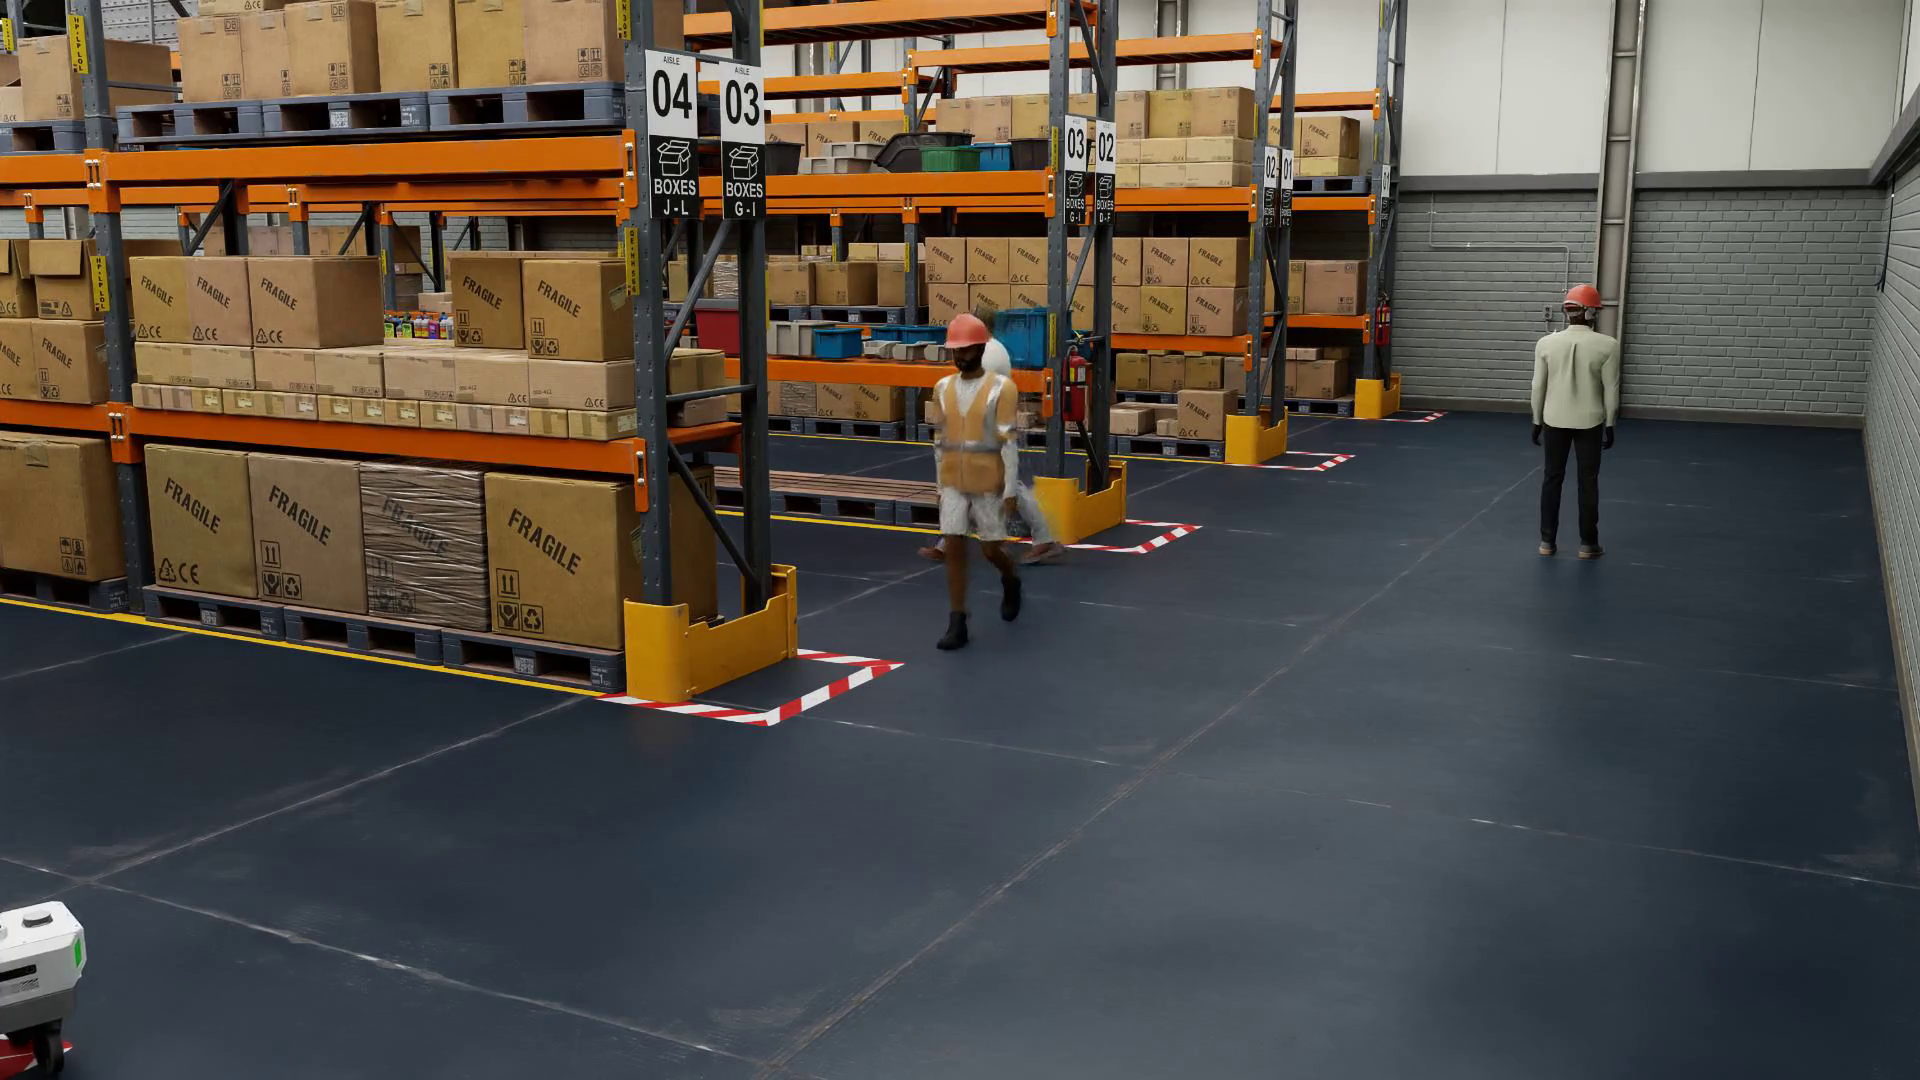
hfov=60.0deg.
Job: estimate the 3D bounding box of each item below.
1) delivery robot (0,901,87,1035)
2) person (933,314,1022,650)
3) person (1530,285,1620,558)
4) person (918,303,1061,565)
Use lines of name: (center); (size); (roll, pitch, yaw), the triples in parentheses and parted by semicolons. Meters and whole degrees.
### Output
delivery robot: (-2.805, 1.207, 4.560); (0.707, 0.478, 0.477); (-9, 14, -40)
person: (0.111, -0.354, 9.629); (0.552, 1.913, 0.776); (5, 12, 26)
person: (4.509, -0.867, 12.211); (0.612, 1.990, 0.392); (7, 12, 32)
person: (0.253, -0.744, 11.873); (1.021, 1.888, 0.647); (2, 11, 8)
